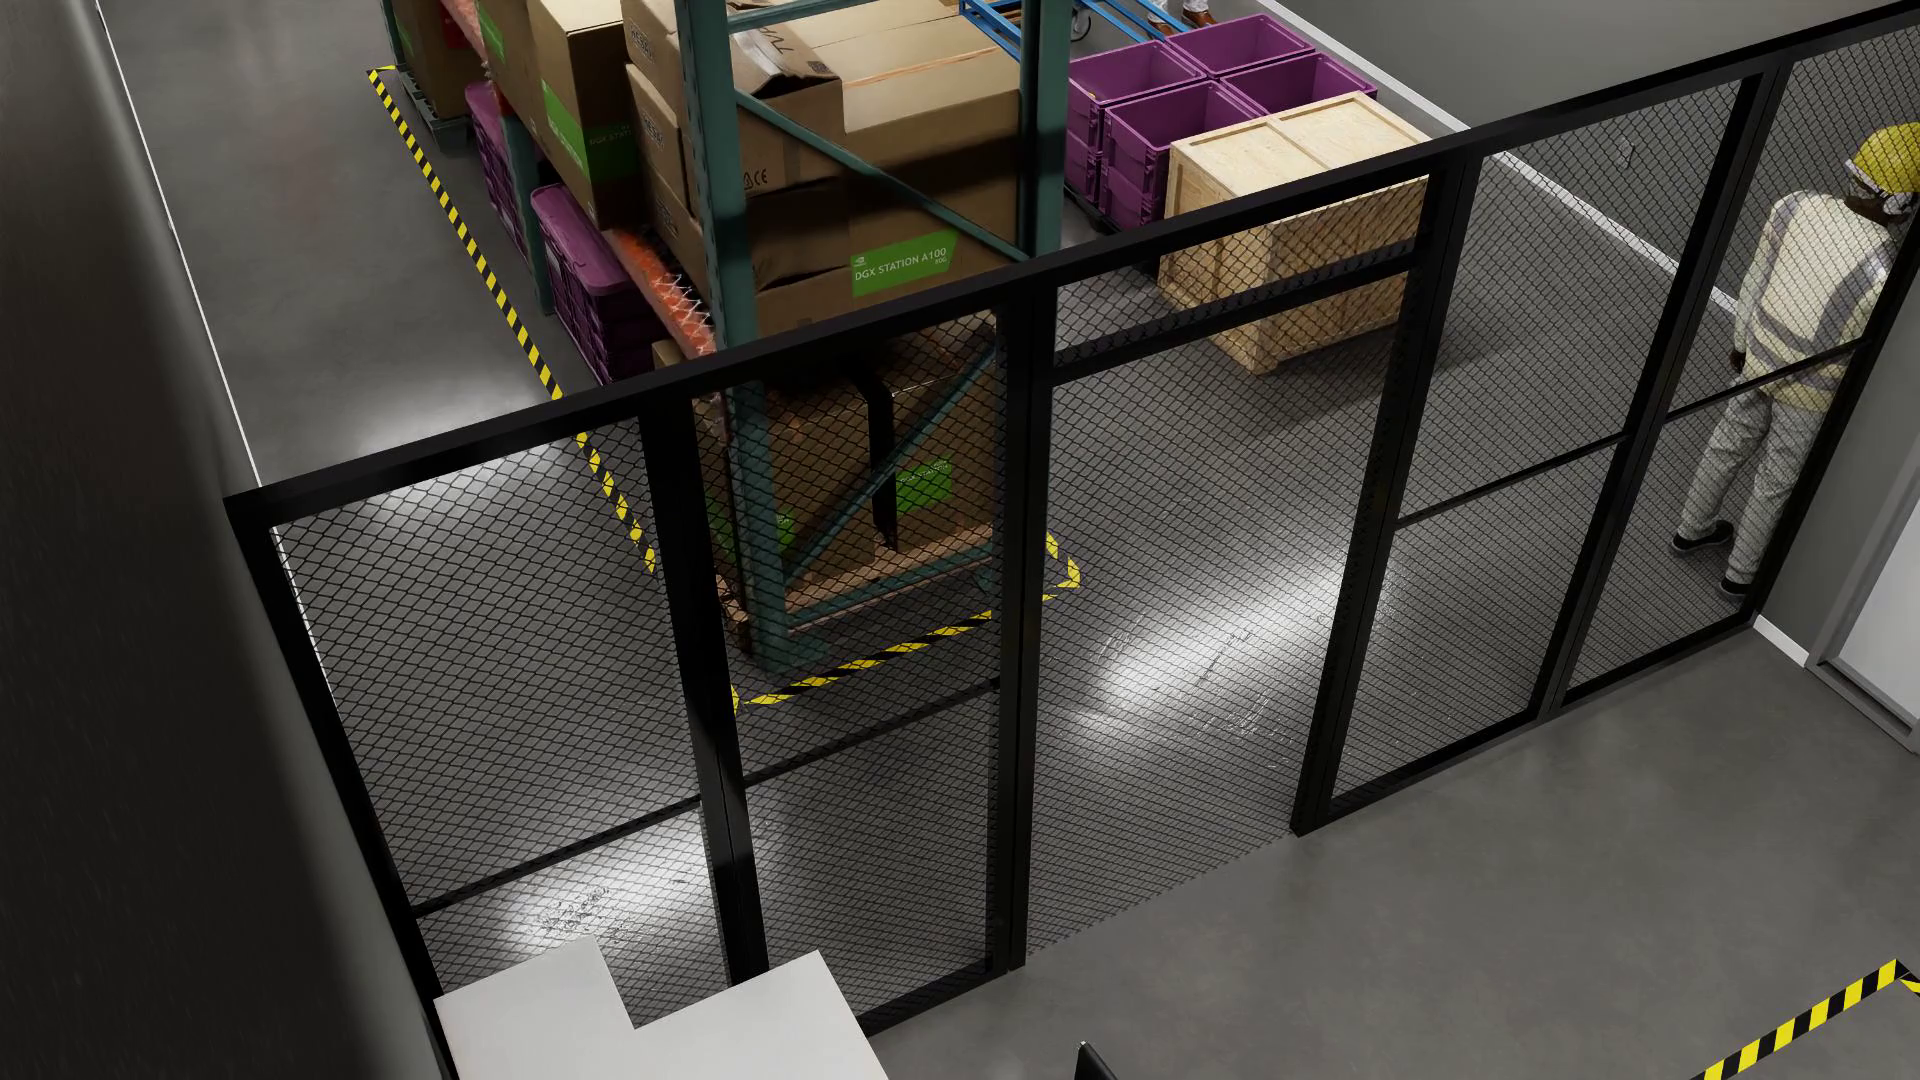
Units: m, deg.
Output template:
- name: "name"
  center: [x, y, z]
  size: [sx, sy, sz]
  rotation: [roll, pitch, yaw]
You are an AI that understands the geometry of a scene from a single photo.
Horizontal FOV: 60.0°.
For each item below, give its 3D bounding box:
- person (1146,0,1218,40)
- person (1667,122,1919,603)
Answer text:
- name: "person"
  center: [1.286, -3.624, 8.909]
  size: [0.631, 1.938, 0.362]
  rotation: [-20, 46, -21]
- name: "person"
  center: [2.874, -0.579, 5.657]
  size: [0.404, 1.830, 0.601]
  rotation: [-14, 44, -15]
